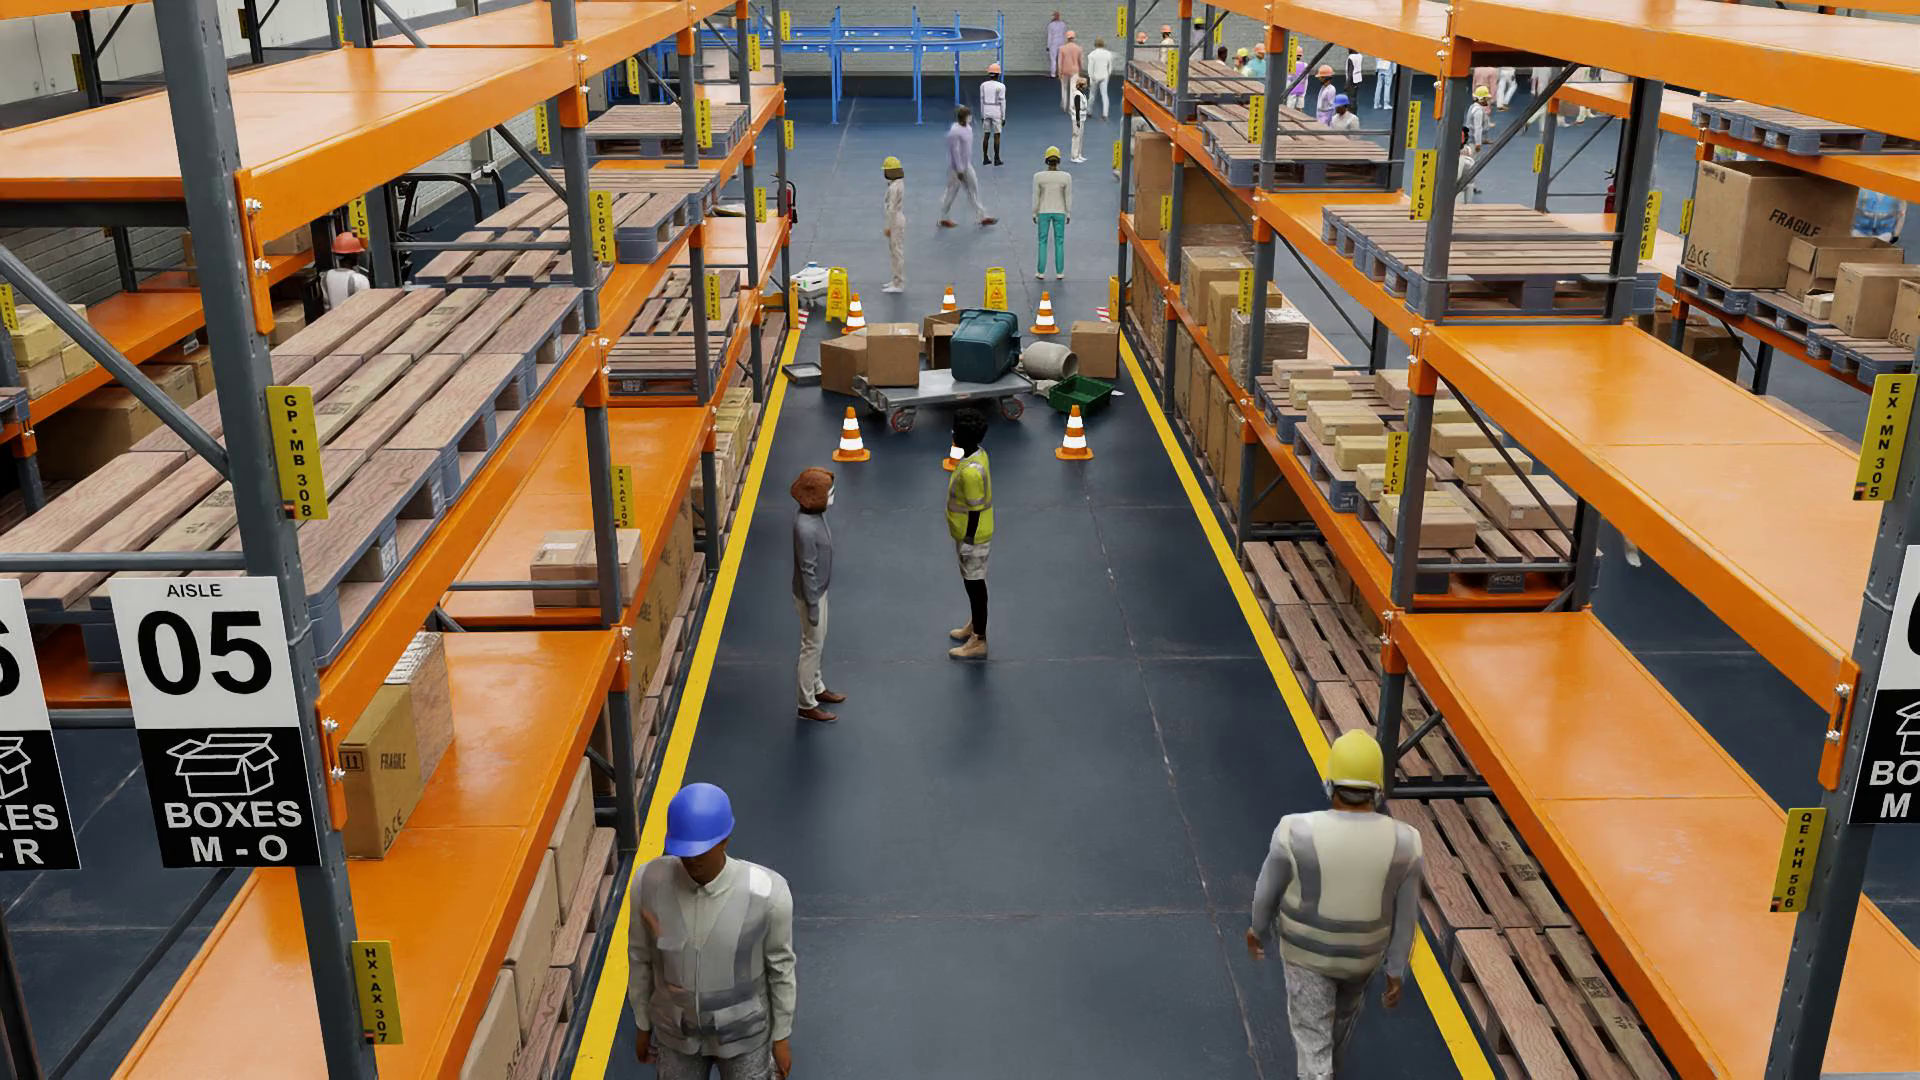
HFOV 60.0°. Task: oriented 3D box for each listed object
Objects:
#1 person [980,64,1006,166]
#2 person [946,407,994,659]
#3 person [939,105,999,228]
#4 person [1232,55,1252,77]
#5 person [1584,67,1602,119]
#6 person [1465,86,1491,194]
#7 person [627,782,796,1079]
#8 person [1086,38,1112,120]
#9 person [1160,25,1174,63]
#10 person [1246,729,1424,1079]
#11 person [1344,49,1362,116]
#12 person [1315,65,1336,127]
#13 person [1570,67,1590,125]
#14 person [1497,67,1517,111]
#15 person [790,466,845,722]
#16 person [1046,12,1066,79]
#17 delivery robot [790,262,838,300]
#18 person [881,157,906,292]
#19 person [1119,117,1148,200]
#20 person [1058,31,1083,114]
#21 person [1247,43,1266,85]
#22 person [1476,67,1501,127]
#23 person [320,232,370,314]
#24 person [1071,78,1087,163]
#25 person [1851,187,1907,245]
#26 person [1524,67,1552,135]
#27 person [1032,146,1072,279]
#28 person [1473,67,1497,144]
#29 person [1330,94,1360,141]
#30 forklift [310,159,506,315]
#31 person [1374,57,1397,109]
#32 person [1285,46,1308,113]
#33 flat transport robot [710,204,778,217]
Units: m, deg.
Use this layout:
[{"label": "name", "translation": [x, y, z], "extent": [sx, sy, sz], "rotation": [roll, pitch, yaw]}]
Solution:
[{"label": "person", "translation": [0.656, -8.280, 32.399], "extent": [0.544, 1.930, 0.388], "rotation": [12, 24, 28]}, {"label": "person", "translation": [0.064, -0.049, 10.961], "extent": [0.315, 1.696, 0.541], "rotation": [1, 21, 2]}, {"label": "person", "translation": [0.099, -5.786, 25.864], "extent": [0.987, 1.882, 0.647], "rotation": [11, 23, 27]}, {"label": "person", "translation": [6.145, -9.615, 36.123], "extent": [0.835, 1.792, 0.654], "rotation": [-12, 24, -30]}, {"label": "person", "translation": [15.096, -11.102, 39.704], "extent": [0.605, 2.037, 0.394], "rotation": [-8, 22, -21]}, {"label": "person", "translation": [9.064, -7.021, 29.198], "extent": [0.404, 1.835, 0.588], "rotation": [2, 21, 6]}, {"label": "person", "translation": [-0.880, 1.724, 5.923], "extent": [0.602, 1.949, 0.390], "rotation": [2, 21, 6]}, {"label": "person", "translation": [3.297, -10.968, 39.575], "extent": [0.635, 1.875, 1.062], "rotation": [-8, 22, -19]}, {"label": "person", "translation": [5.309, -12.323, 43.069], "extent": [0.358, 1.938, 0.548], "rotation": [12, 24, 29]}, {"label": "person", "translation": [1.460, 1.575, 6.555], "extent": [0.599, 1.789, 0.923], "rotation": [0, 21, -1]}, {"label": "person", "translation": [9.079, -10.576, 38.478], "extent": [0.391, 1.920, 0.587], "rotation": [13, 24, 31]}, {"label": "person", "translation": [6.730, -7.742, 30.815], "extent": [0.392, 2.040, 0.611], "rotation": [-1, 21, -3]}, {"label": "person", "translation": [14.446, -10.476, 38.626], "extent": [0.288, 1.623, 0.507], "rotation": [12, 24, 29]}, {"label": "person", "translation": [13.566, -11.551, 41.120], "extent": [0.453, 1.868, 0.615], "rotation": [-8, 22, -20]}, {"label": "person", "translation": [-0.878, 0.323, 10.083], "extent": [0.285, 1.623, 0.510], "rotation": [1, 21, 1]}, {"label": "person", "translation": [2.827, -14.671, 49.316], "extent": [0.639, 1.910, 0.407], "rotation": [-13, 25, -31]}, {"label": "delivery robot", "translation": [-1.848, -3.243, 20.862], "extent": [0.477, 0.478, 0.707], "rotation": [14, 25, 32]}, {"label": "person", "translation": [-0.866, -4.099, 21.619], "extent": [0.309, 1.736, 0.492], "rotation": [2, 21, 5]}, {"label": "person", "translation": [2.972, -6.677, 28.435], "extent": [0.490, 1.731, 0.324], "rotation": [7, 22, 17]}, {"label": "person", "translation": [2.703, -11.508, 40.909], "extent": [0.641, 1.934, 1.029], "rotation": [-2, 21, -5]}, {"label": "person", "translation": [6.503, -9.849, 36.449], "extent": [0.612, 1.995, 0.392], "rotation": [-18, 27, -39]}, {"label": "person", "translation": [12.170, -10.559, 38.263], "extent": [0.536, 2.000, 0.688], "rotation": [-6, 21, -14]}, {"label": "person", "translation": [-5.634, -1.906, 15.536], "extent": [0.552, 1.934, 0.373], "rotation": [9, 23, 23]}, {"label": "person", "translation": [2.354, -8.289, 32.839], "extent": [0.312, 1.633, 0.517], "rotation": [5, 21, 13]}, {"label": "person", "translation": [11.610, -3.951, 21.119], "extent": [0.646, 1.816, 0.573], "rotation": [10, 23, 26]}, {"label": "person", "translation": [12.845, -9.872, 36.731], "extent": [0.731, 1.841, 0.555], "rotation": [-8, 22, -21]}, {"label": "person", "translation": [1.231, -4.393, 22.365], "extent": [0.526, 1.760, 0.344], "rotation": [0, 21, -1]}, {"label": "person", "translation": [11.188, -9.406, 35.405], "extent": [0.403, 1.904, 0.652], "rotation": [-9, 22, -22]}, {"label": "person", "translation": [6.281, -6.359, 27.385], "extent": [0.524, 1.913, 0.618], "rotation": [-15, 25, -34]}, {"label": "forklift", "translation": [-5.622, -2.910, 17.832], "extent": [2.313, 2.155, 1.214], "rotation": [-1, 21, -1]}, {"label": "person", "translation": [10.669, -11.803, 41.738], "extent": [0.385, 1.910, 0.599], "rotation": [-18, 27, -40]}, {"label": "person", "translation": [7.338, -9.803, 36.408], "extent": [0.542, 1.939, 0.369], "rotation": [-7, 22, -19]}, {"label": "flat transport robot", "translation": [-3.404, -5.180, 26.508], "extent": [1.431, 0.197, 0.652], "rotation": [18, 27, 40]}]
